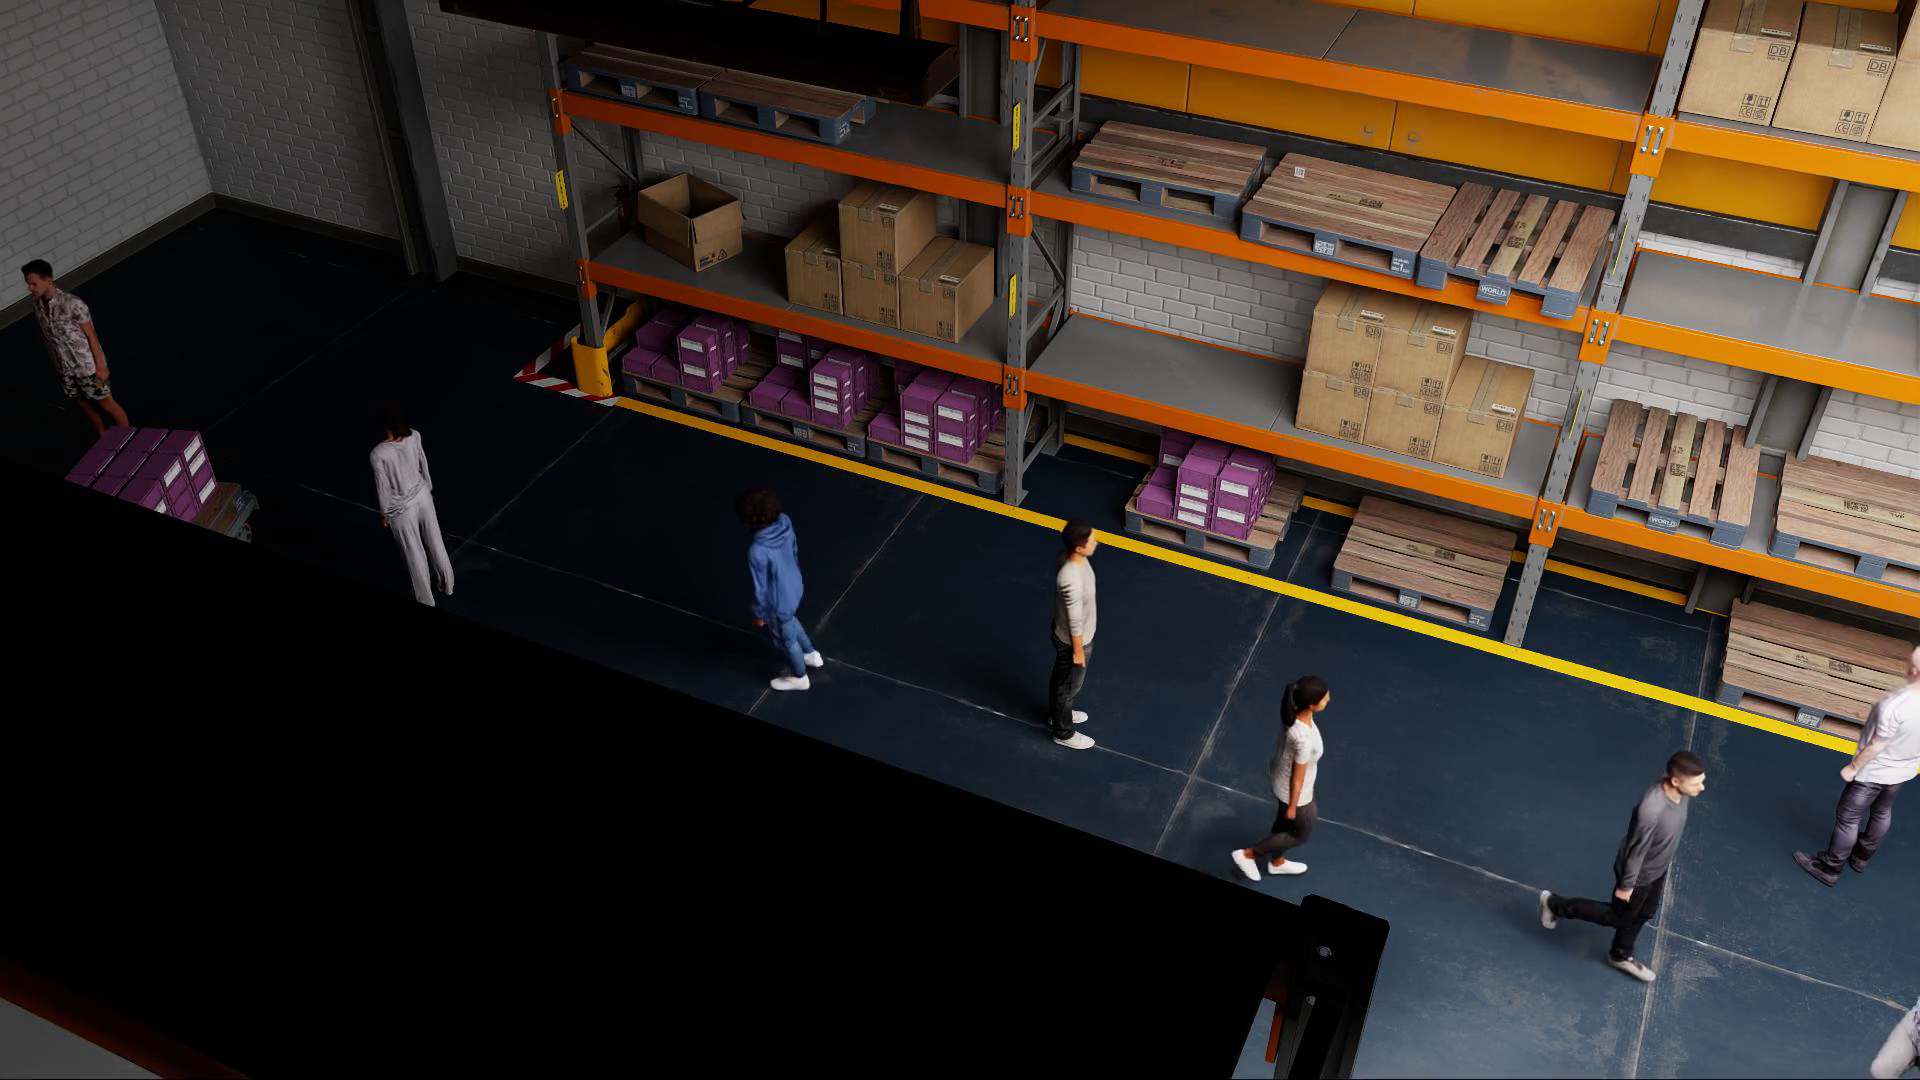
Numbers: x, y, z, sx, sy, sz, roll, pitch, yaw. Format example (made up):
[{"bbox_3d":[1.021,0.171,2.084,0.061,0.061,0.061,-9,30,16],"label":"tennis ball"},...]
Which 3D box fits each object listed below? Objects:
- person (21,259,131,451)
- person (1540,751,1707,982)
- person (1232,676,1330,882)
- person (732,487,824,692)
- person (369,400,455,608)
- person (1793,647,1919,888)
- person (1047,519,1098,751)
[{"bbox_3d":[-7.159,-1.484,13.534,0.556,1.809,0.766,10,40,13],"label":"person"},{"bbox_3d":[3.799,1.805,9.466,1.024,1.744,0.772,27,46,30],"label":"person"},{"bbox_3d":[1.912,1.466,9.982,0.832,1.631,0.734,2,39,2],"label":"person"},{"bbox_3d":[-1.188,0.350,11.255,0.715,1.787,0.753,17,42,20],"label":"person"},{"bbox_3d":[-3.978,-0.260,12.028,0.587,1.774,0.635,26,45,29],"label":"person"},{"bbox_3d":[5.533,1.353,9.960,0.752,1.835,0.807,-14,41,-17],"label":"person"},{"bbox_3d":[0.726,0.601,10.920,0.706,1.811,0.727,0,39,0],"label":"person"}]
